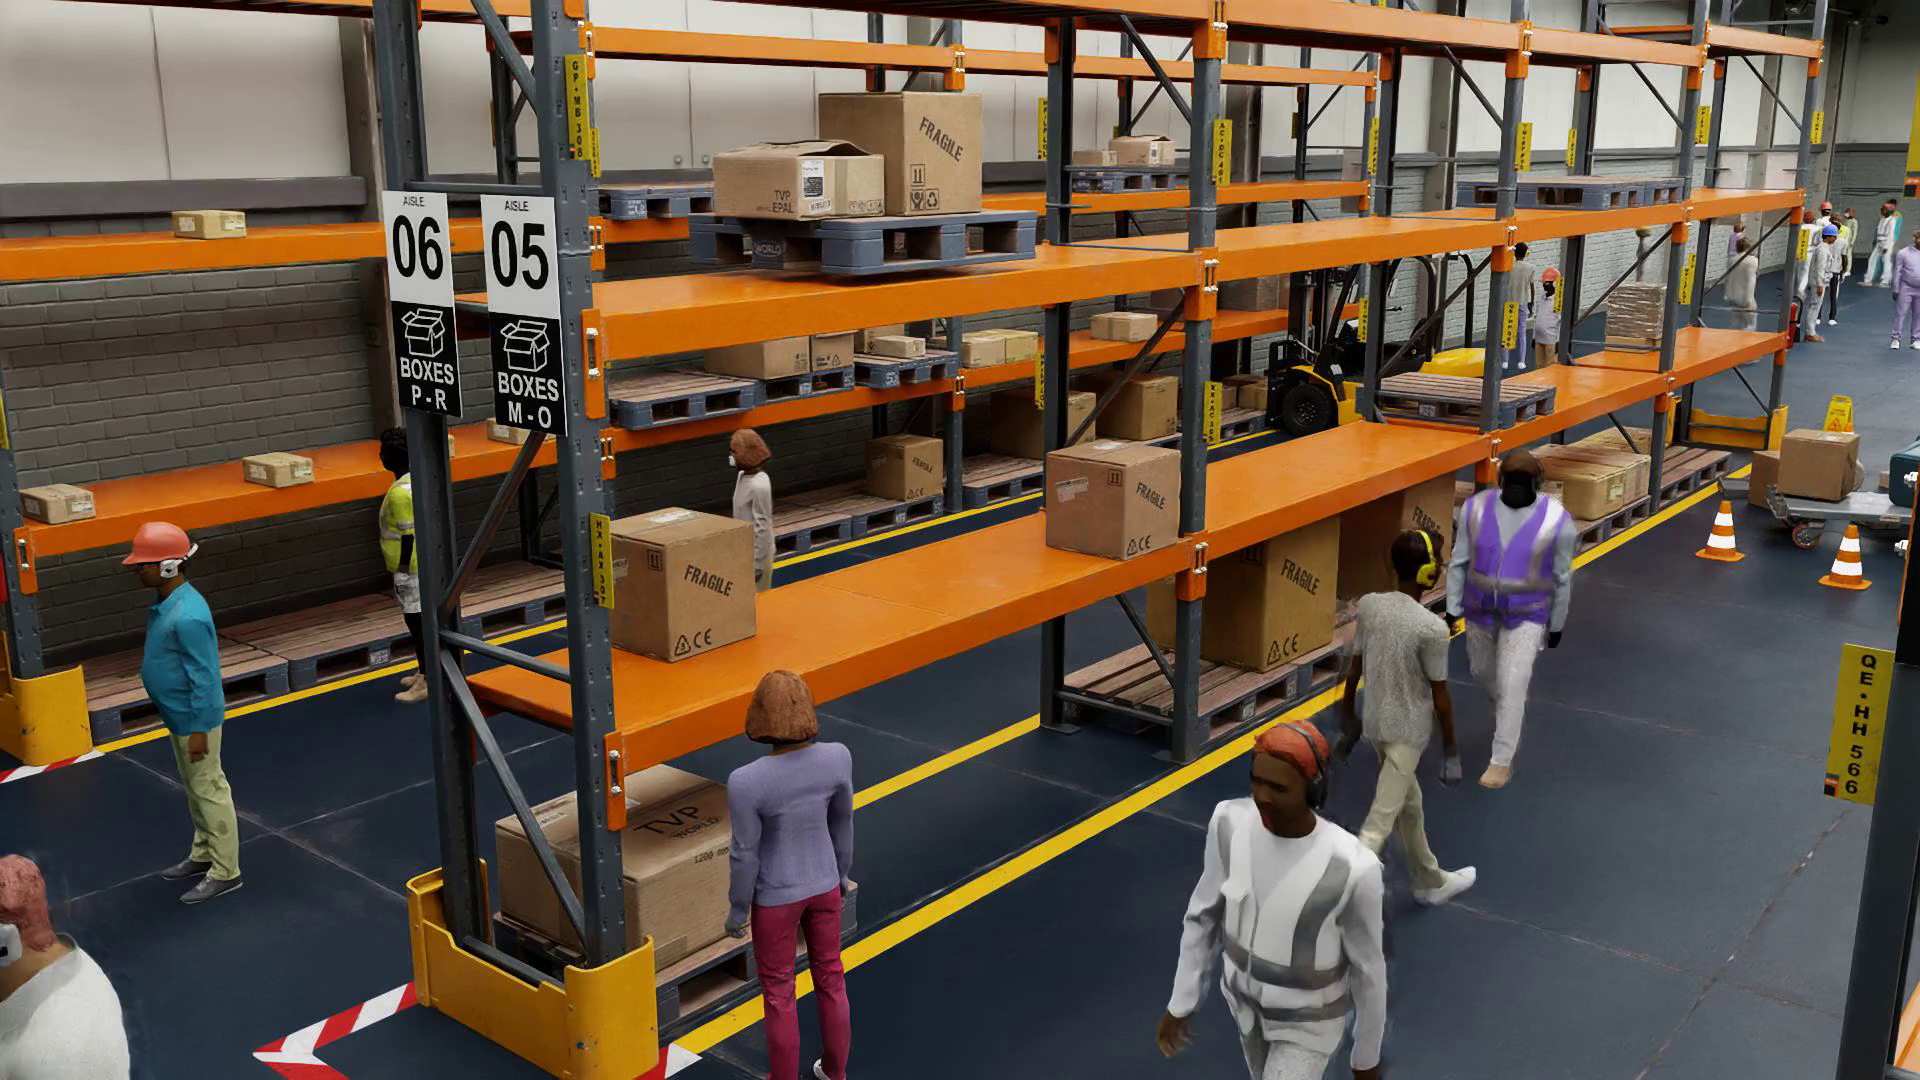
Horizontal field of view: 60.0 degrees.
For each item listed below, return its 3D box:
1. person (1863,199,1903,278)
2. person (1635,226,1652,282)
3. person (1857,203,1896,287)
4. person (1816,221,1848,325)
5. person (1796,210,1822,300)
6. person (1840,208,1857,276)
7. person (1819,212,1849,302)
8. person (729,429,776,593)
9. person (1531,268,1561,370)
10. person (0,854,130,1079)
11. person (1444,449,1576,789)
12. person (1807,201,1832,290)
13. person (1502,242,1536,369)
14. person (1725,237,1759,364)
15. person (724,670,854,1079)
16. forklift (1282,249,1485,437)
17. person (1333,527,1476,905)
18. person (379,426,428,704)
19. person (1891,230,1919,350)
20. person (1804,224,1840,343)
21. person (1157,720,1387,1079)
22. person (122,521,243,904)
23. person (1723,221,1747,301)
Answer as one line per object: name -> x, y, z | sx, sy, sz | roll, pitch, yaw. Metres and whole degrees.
person -> 22.083, -7.184, 39.662 | 0.402, 1.874, 0.701 | -6, 15, -22
person -> 13.273, -5.292, 32.293 | 0.422, 1.741, 0.522 | 6, 15, 24
person -> 20.579, -6.594, 37.279 | 0.774, 1.859, 0.606 | 0, 14, 0
person -> 15.730, -4.828, 30.081 | 0.513, 1.872, 0.328 | 6, 15, 23
person -> 17.491, -5.883, 34.416 | 0.592, 1.856, 0.856 | 11, 17, 37
person -> 21.539, -7.241, 40.420 | 0.305, 1.629, 0.520 | -2, 14, -7
person -> 17.826, -5.785, 34.029 | 0.563, 1.843, 0.390 | 6, 15, 21
person -> -1.305, 0.102, 10.511 | 0.267, 1.628, 0.500 | -5, 15, -20
person -> 7.457, -2.573, 21.135 | 0.329, 1.750, 0.572 | -5, 15, -19
person -> -2.200, 1.621, 3.822 | 0.935, 1.863, 0.681 | -7, 16, -28
person -> 2.999, 0.366, 9.072 | 0.640, 1.809, 0.866 | 9, 17, 33
person -> 19.015, -6.482, 36.677 | 0.549, 1.933, 0.373 | -5, 15, -19
person -> 8.180, -3.452, 24.478 | 0.539, 1.869, 0.313 | 3, 14, 11
person -> 11.734, -3.585, 24.983 | 0.595, 1.885, 0.709 | -4, 14, -17
person -> -0.593, 1.244, 5.840 | 0.499, 1.634, 0.278 | -10, 17, -36
forklift -> 4.886, -2.214, 18.767 | 2.313, 2.155, 1.214 | 11, 18, 38
person -> 1.912, 0.837, 7.163 | 0.998, 1.815, 0.526 | -6, 15, -23
person -> -3.370, 0.149, 10.171 | 0.315, 1.696, 0.541 | -2, 14, -10
person -> 15.309, -4.011, 26.677 | 0.641, 1.908, 0.407 | 3, 14, 12
person -> 14.290, -4.253, 27.604 | 0.420, 1.939, 0.614 | 7, 16, 27
person -> 0.847, 1.406, 4.761 | 0.973, 1.835, 0.581 | -10, 17, -36
person -> -3.515, 0.770, 7.523 | 0.339, 1.752, 0.564 | -10, 17, -34
person -> 15.937, -5.713, 34.157 | 0.306, 1.639, 0.524 | -2, 14, -8
